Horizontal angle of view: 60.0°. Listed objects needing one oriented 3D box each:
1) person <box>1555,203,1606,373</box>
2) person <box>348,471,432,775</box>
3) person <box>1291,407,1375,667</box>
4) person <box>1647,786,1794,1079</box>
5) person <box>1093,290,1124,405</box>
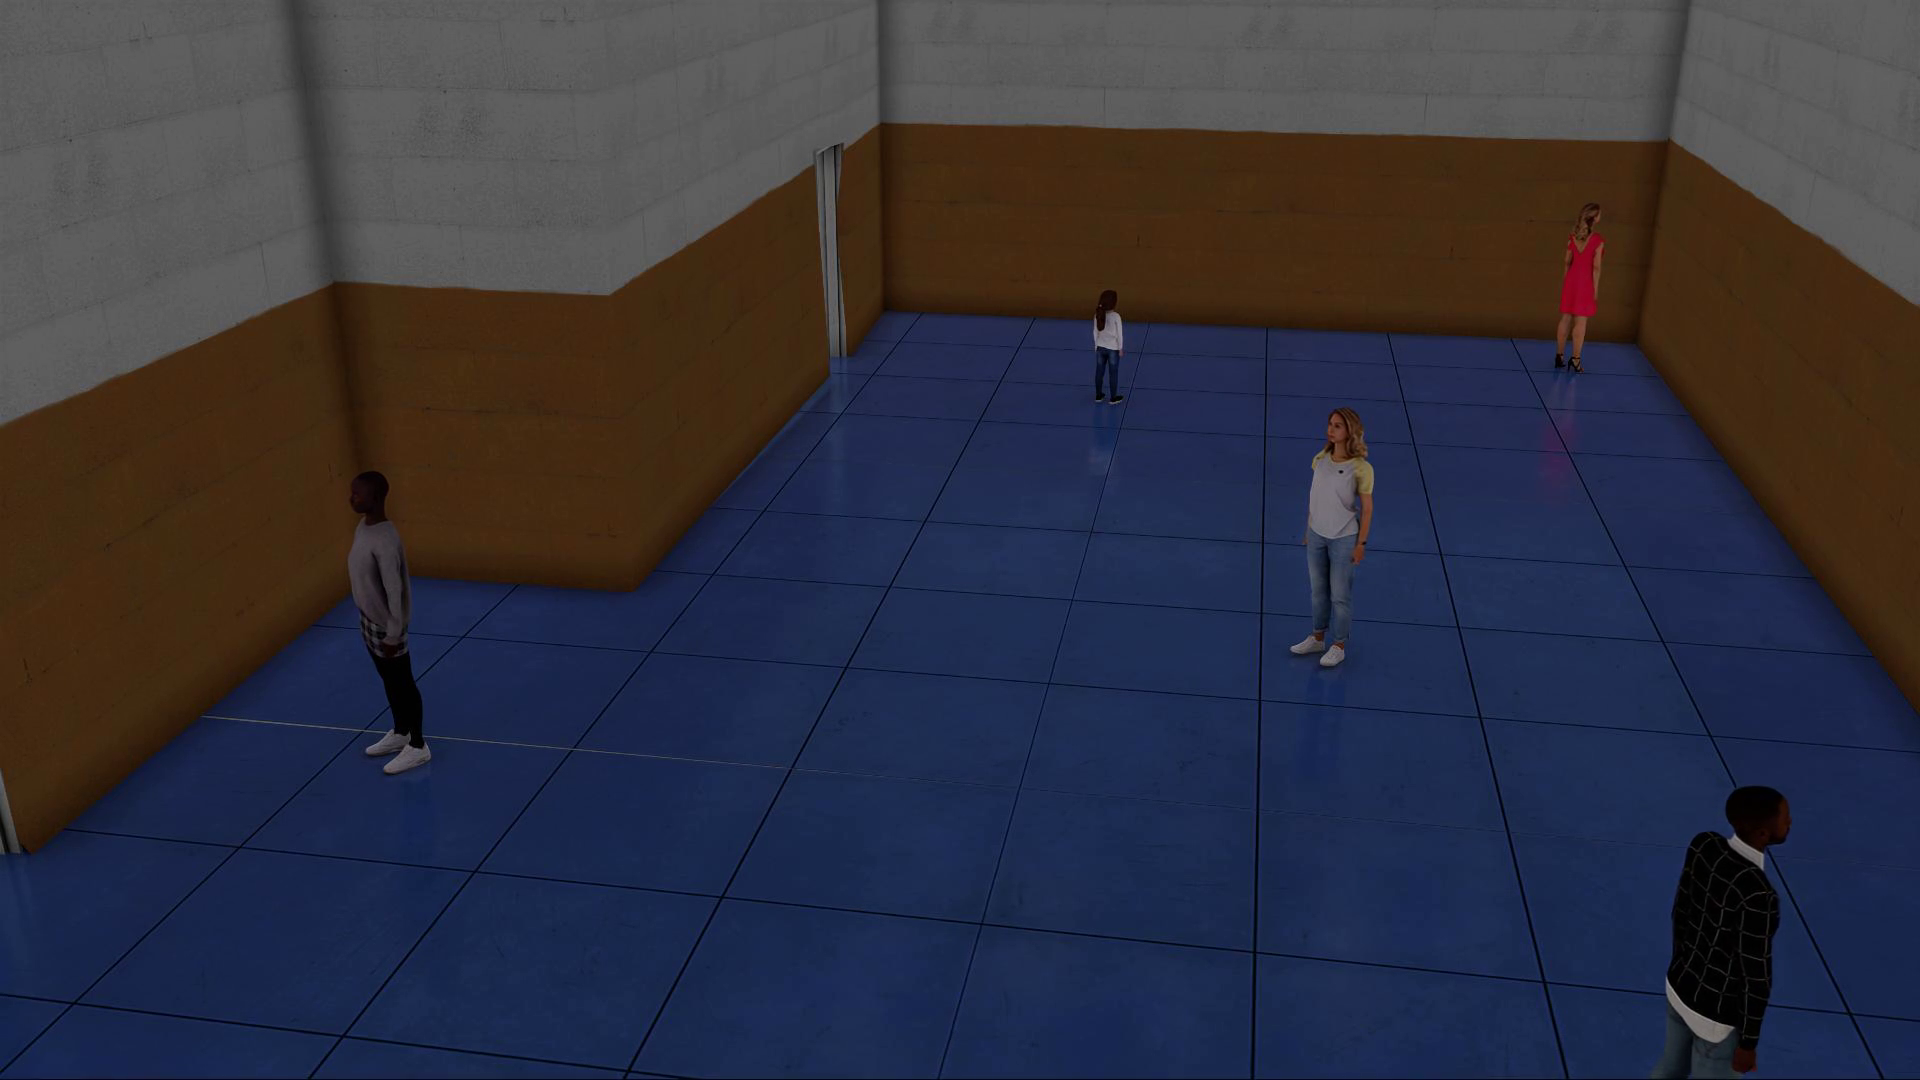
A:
[{"bbox_3d":[6.353,-2.601,17.060,0.709,1.728,0.662,-12,25,-28],"label":"person"},{"bbox_3d":[-3.238,0.448,9.413,0.754,1.772,0.683,-16,27,-35],"label":"person"},{"bbox_3d":[2.401,-0.023,10.631,0.767,1.722,0.690,-17,27,-36],"label":"person"},{"bbox_3d":[2.794,1.712,6.202,0.651,1.820,0.718,-2,22,-6],"label":"person"},{"bbox_3d":[1.433,-1.885,16.107,0.488,1.110,0.567,12,25,28],"label":"person"}]
